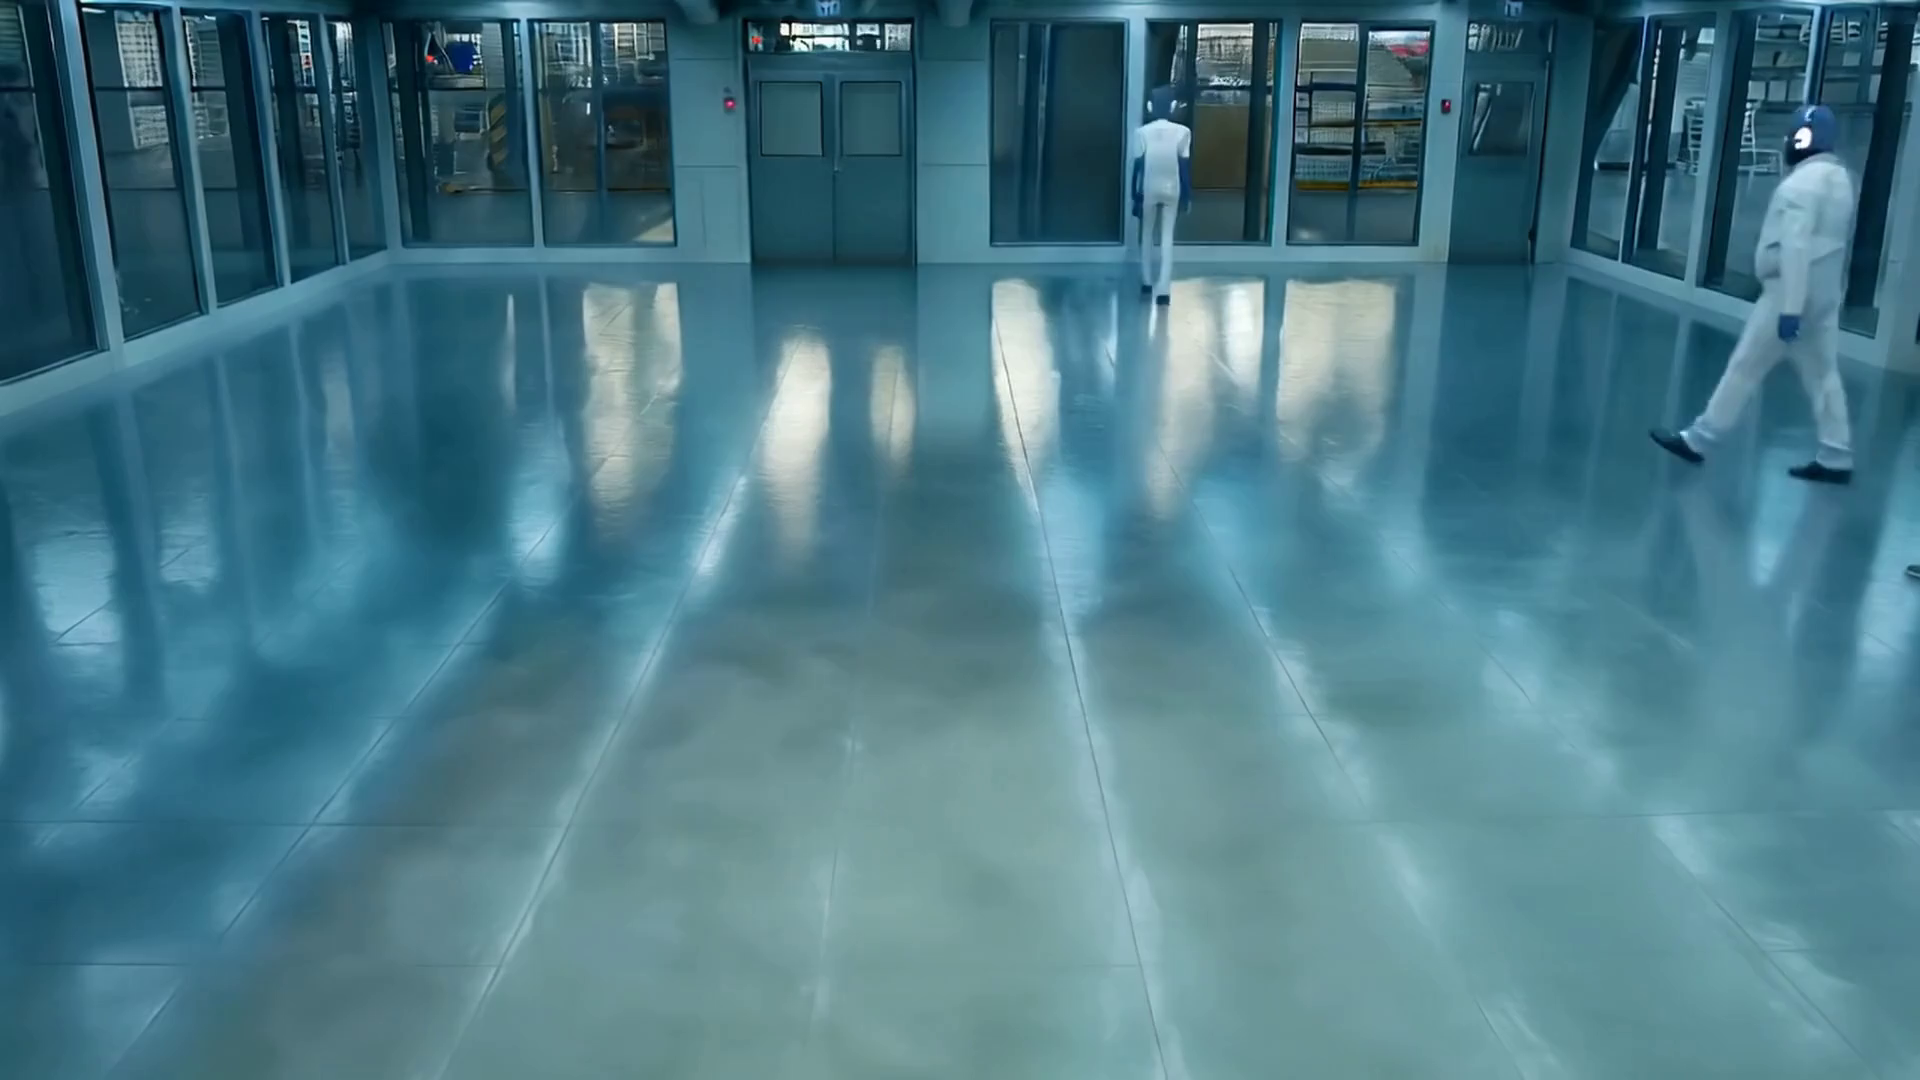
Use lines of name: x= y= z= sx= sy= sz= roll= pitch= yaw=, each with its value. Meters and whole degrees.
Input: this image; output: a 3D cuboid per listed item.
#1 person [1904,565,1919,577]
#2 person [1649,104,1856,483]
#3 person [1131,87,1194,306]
person: x=4.037 y=-0.574 z=6.535 sx=0.278 sy=1.633 sz=0.507 roll=4 pitch=17 yaw=13
person: x=4.139 y=-1.241 z=8.409 sx=0.676 sy=1.850 sz=0.999 roll=-15 pitch=22 yaw=-41
person: x=1.742 y=-2.956 z=14.336 sx=0.537 sy=1.815 sz=0.994 roll=3 pitch=17 yaw=9
